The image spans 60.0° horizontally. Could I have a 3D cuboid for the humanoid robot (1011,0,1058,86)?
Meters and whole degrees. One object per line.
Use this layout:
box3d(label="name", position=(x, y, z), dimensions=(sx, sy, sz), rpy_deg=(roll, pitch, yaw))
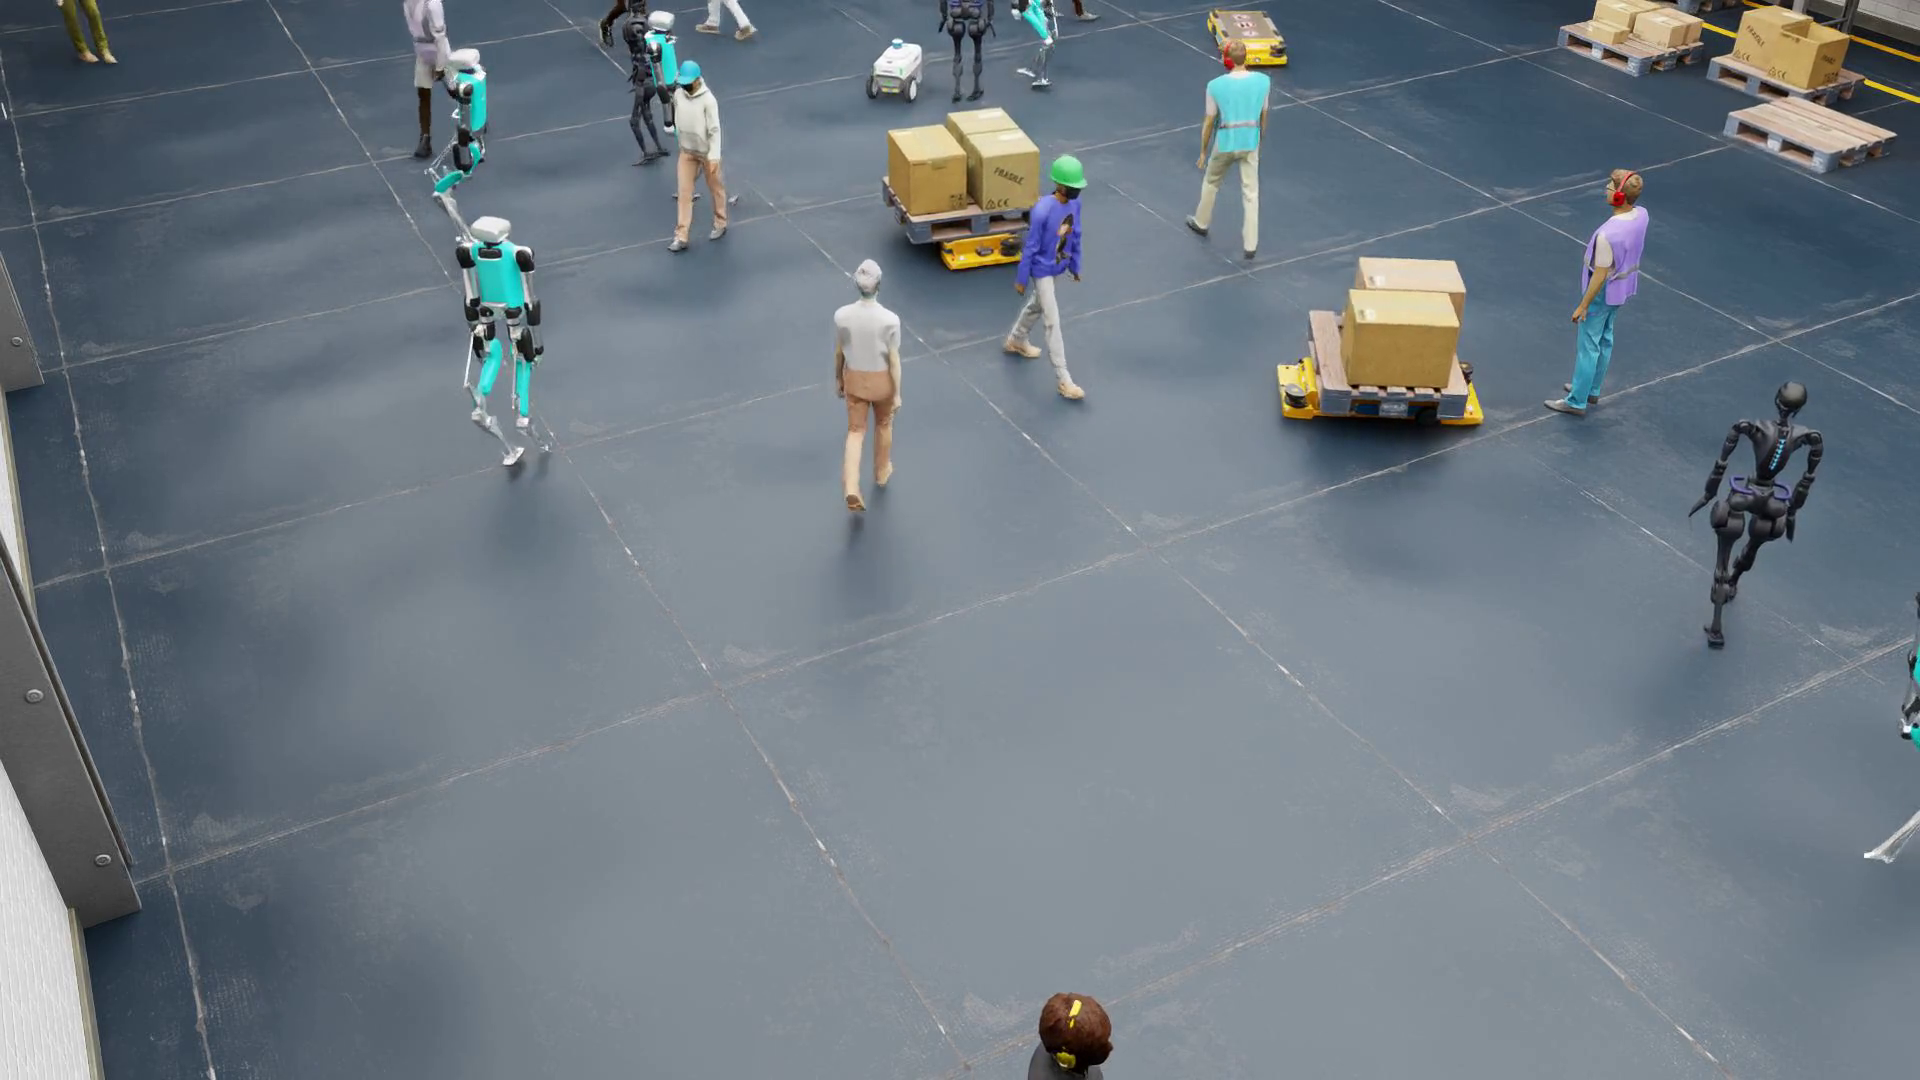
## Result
box3d(label="humanoid robot", position=(0.906, -5.630, 17.495), dimensions=(0.570, 1.788, 0.874), rpy_deg=(-29, 44, -35))

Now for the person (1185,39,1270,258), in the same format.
box3d(label="person", position=(2.301, -3.359, 14.195), dimensions=(0.593, 1.785, 0.810), rpy_deg=(-4, 35, -6))

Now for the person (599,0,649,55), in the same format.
box3d(label="person", position=(-3.696, -6.315, 18.272), dimensions=(0.668, 1.939, 0.638), rpy_deg=(18, 39, 24))

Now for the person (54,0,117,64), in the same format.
box3d(label="person", position=(-9.624, -6.008, 17.967), dimensions=(0.681, 1.786, 0.563), rpy_deg=(23, 41, 29))

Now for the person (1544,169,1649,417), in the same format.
box3d(label="person", position=(4.576, -1.740, 11.826), dimensions=(0.390, 1.846, 0.565), rpy_deg=(28, 44, 34))

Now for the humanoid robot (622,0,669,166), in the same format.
box3d(label="humanoid robot", position=(-3.040, -4.413, 15.790), dimensions=(0.389, 1.645, 0.596), rpy_deg=(-10, 36, -14))

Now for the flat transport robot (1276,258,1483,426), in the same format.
box3d(label="flat transport robot", position=(3.095, -1.115, 12.308), dimensions=(1.431, 0.231, 0.659), rpy_deg=(3, 35, 4))

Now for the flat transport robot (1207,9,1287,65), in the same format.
box3d(label="flat transport robot", position=(3.246, -5.710, 18.868), dimensions=(0.659, 0.231, 1.431), rpy_deg=(-1, 35, -2))

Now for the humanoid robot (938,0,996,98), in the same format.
box3d(label="humanoid robot", position=(0.070, -5.390, 17.202), dimensions=(0.608, 1.658, 0.367), rpy_deg=(4, 35, 6))

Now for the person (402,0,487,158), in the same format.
box3d(label="person", position=(-5.062, -4.678, 15.996), dimensions=(0.546, 1.890, 0.923), rpy_deg=(19, 39, 25))

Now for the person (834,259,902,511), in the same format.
box3d(label="person", position=(-0.608, -0.997, 10.879), dimensions=(0.461, 1.722, 0.746), rpy_deg=(6, 35, 9))

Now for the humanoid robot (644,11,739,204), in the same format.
box3d(label="humanoid robot", position=(-2.350, -3.802, 14.948), dimensions=(0.792, 1.885, 0.551), rpy_deg=(1, 35, 2))

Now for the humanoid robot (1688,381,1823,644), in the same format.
box3d(label="humanoid robot", position=(4.664, -0.220, 9.840), dimensions=(0.601, 1.631, 0.781), rpy_deg=(9, 36, 12))

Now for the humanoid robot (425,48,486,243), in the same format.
box3d(label="humanoid robot", position=(-4.310, -3.272, 14.117), dimensions=(0.795, 1.796, 0.562), rpy_deg=(1, 35, 1))

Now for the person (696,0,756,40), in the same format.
box3d(label="person", position=(-2.688, -6.575, 18.718), dimensions=(0.799, 1.855, 0.571), rpy_deg=(12, 37, 16))

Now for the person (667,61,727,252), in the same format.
box3d(label="person", position=(-2.264, -3.249, 14.152), dimensions=(0.489, 1.633, 0.838), rpy_deg=(13, 37, 18))

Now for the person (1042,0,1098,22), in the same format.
box3d(label="person", position=(1.254, -6.972, 19.242), dimensions=(0.608, 1.914, 0.564), rpy_deg=(-10, 36, -15))

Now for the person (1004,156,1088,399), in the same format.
box3d(label="person", position=(0.647, -2.010, 12.250), dimensions=(0.502, 1.823, 0.937), rpy_deg=(-29, 44, -35))

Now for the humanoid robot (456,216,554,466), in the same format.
box3d(label="humanoid robot", position=(-3.121, -1.215, 11.191), dimensions=(0.536, 1.789, 0.798), rpy_deg=(6, 35, 8))

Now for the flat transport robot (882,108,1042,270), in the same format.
box3d(label="flat transport robot", position=(0.023, -2.791, 14.700), dimensions=(0.659, 0.231, 1.431), rpy_deg=(-10, 36, -14))

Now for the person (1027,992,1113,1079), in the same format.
box3d(label="person", position=(0.370, 2.306, 6.026), dimensions=(0.356, 1.875, 0.492), rpy_deg=(8, 36, 12))

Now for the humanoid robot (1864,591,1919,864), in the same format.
box3d(label="humanoid robot", position=(4.977, 0.951, 8.099), dimensions=(0.872, 1.774, 0.572), rpy_deg=(4, 35, 6))

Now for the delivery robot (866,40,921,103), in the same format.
box3d(label="delivery robot", position=(-0.663, -4.965, 17.559), dimensions=(0.499, 0.599, 0.784), rpy_deg=(9, 36, 13))
